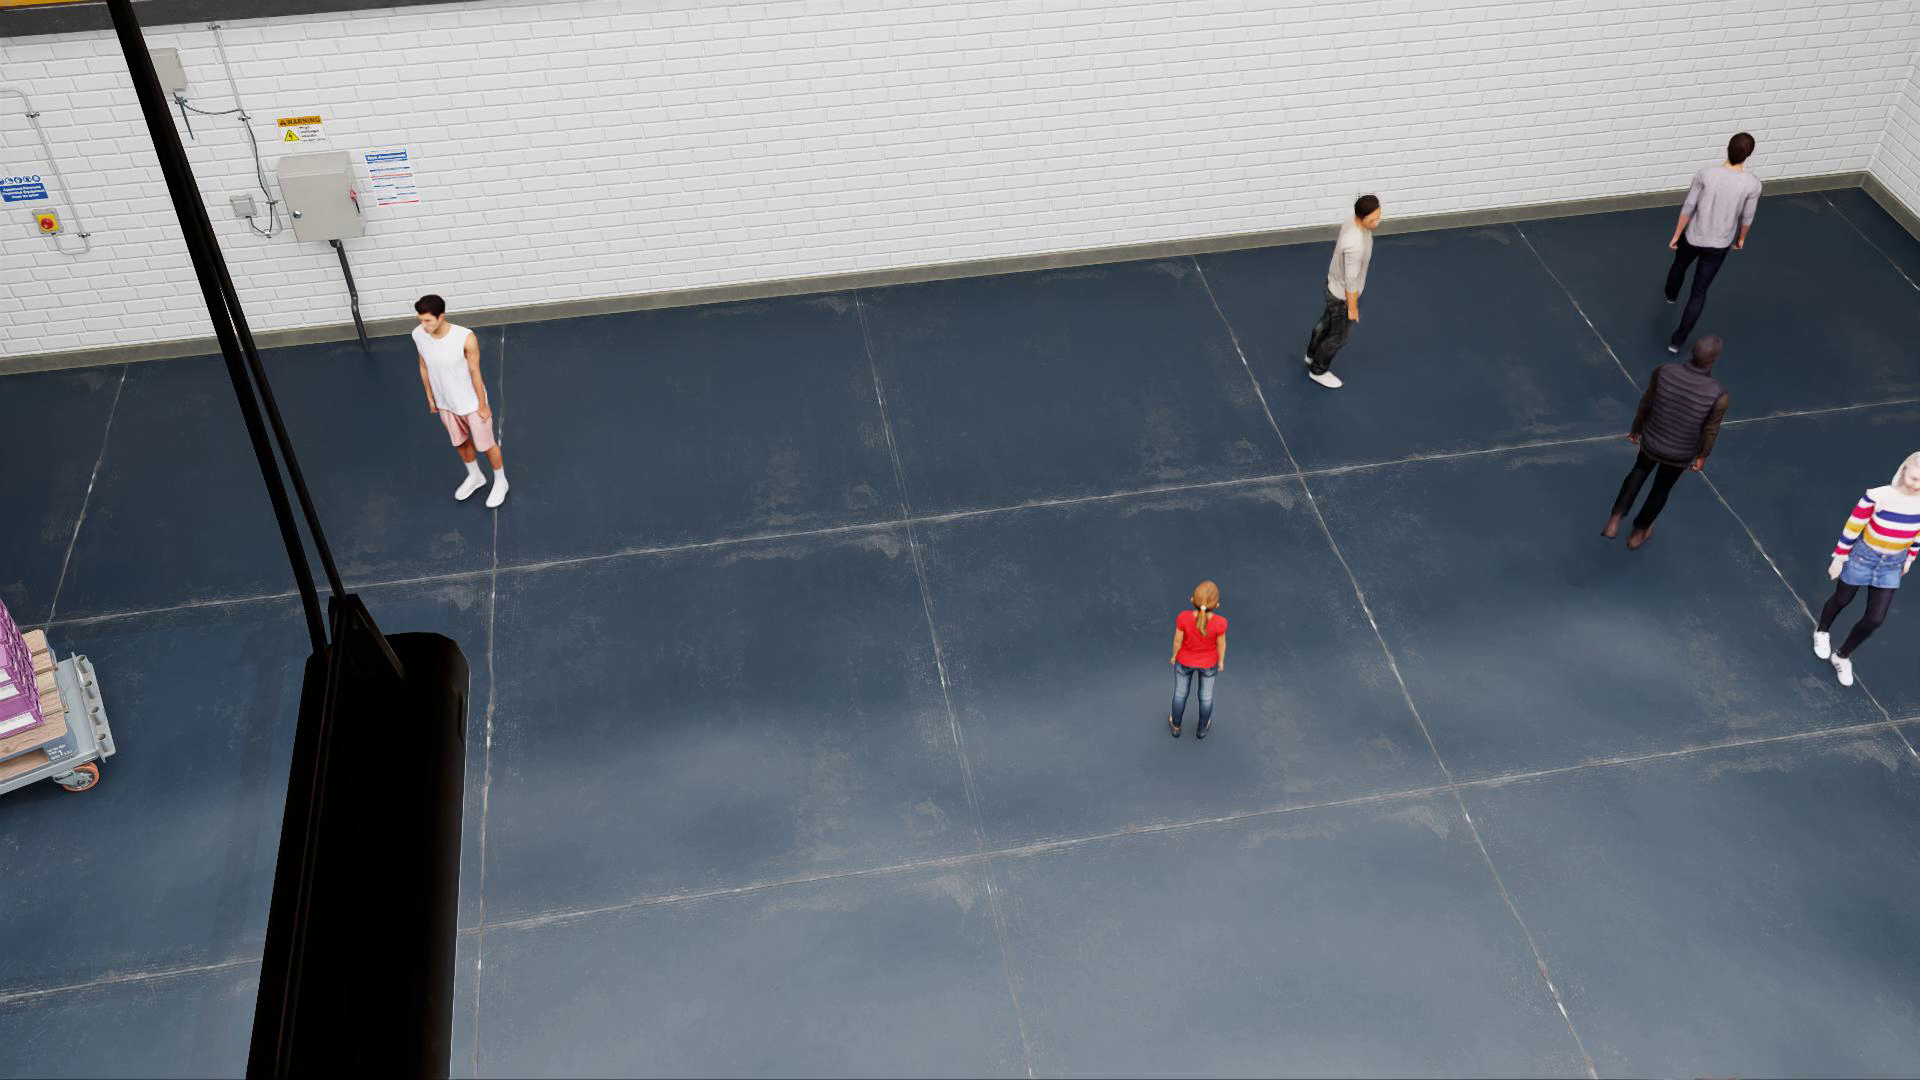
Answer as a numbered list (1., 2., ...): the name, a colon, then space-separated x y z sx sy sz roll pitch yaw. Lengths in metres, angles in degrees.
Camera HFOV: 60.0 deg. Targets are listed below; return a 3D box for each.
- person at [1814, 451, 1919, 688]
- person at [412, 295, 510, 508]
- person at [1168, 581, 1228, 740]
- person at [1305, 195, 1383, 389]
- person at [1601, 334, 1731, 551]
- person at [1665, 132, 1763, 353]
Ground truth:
1. person: 5.822 0.080 10.628 0.812 1.790 0.879 8 44 9
2. person: -3.526 -1.015 11.785 0.735 1.780 0.732 12 45 12
3. person: 1.466 0.747 10.275 0.540 1.311 0.580 7 44 7
4. person: 2.906 -1.936 12.760 0.980 1.768 0.644 -4 44 -4
5. person: 4.780 -0.612 11.327 0.905 1.828 0.961 34 53 31
6. person: 5.887 -2.314 13.136 1.122 1.797 1.250 20 47 19
